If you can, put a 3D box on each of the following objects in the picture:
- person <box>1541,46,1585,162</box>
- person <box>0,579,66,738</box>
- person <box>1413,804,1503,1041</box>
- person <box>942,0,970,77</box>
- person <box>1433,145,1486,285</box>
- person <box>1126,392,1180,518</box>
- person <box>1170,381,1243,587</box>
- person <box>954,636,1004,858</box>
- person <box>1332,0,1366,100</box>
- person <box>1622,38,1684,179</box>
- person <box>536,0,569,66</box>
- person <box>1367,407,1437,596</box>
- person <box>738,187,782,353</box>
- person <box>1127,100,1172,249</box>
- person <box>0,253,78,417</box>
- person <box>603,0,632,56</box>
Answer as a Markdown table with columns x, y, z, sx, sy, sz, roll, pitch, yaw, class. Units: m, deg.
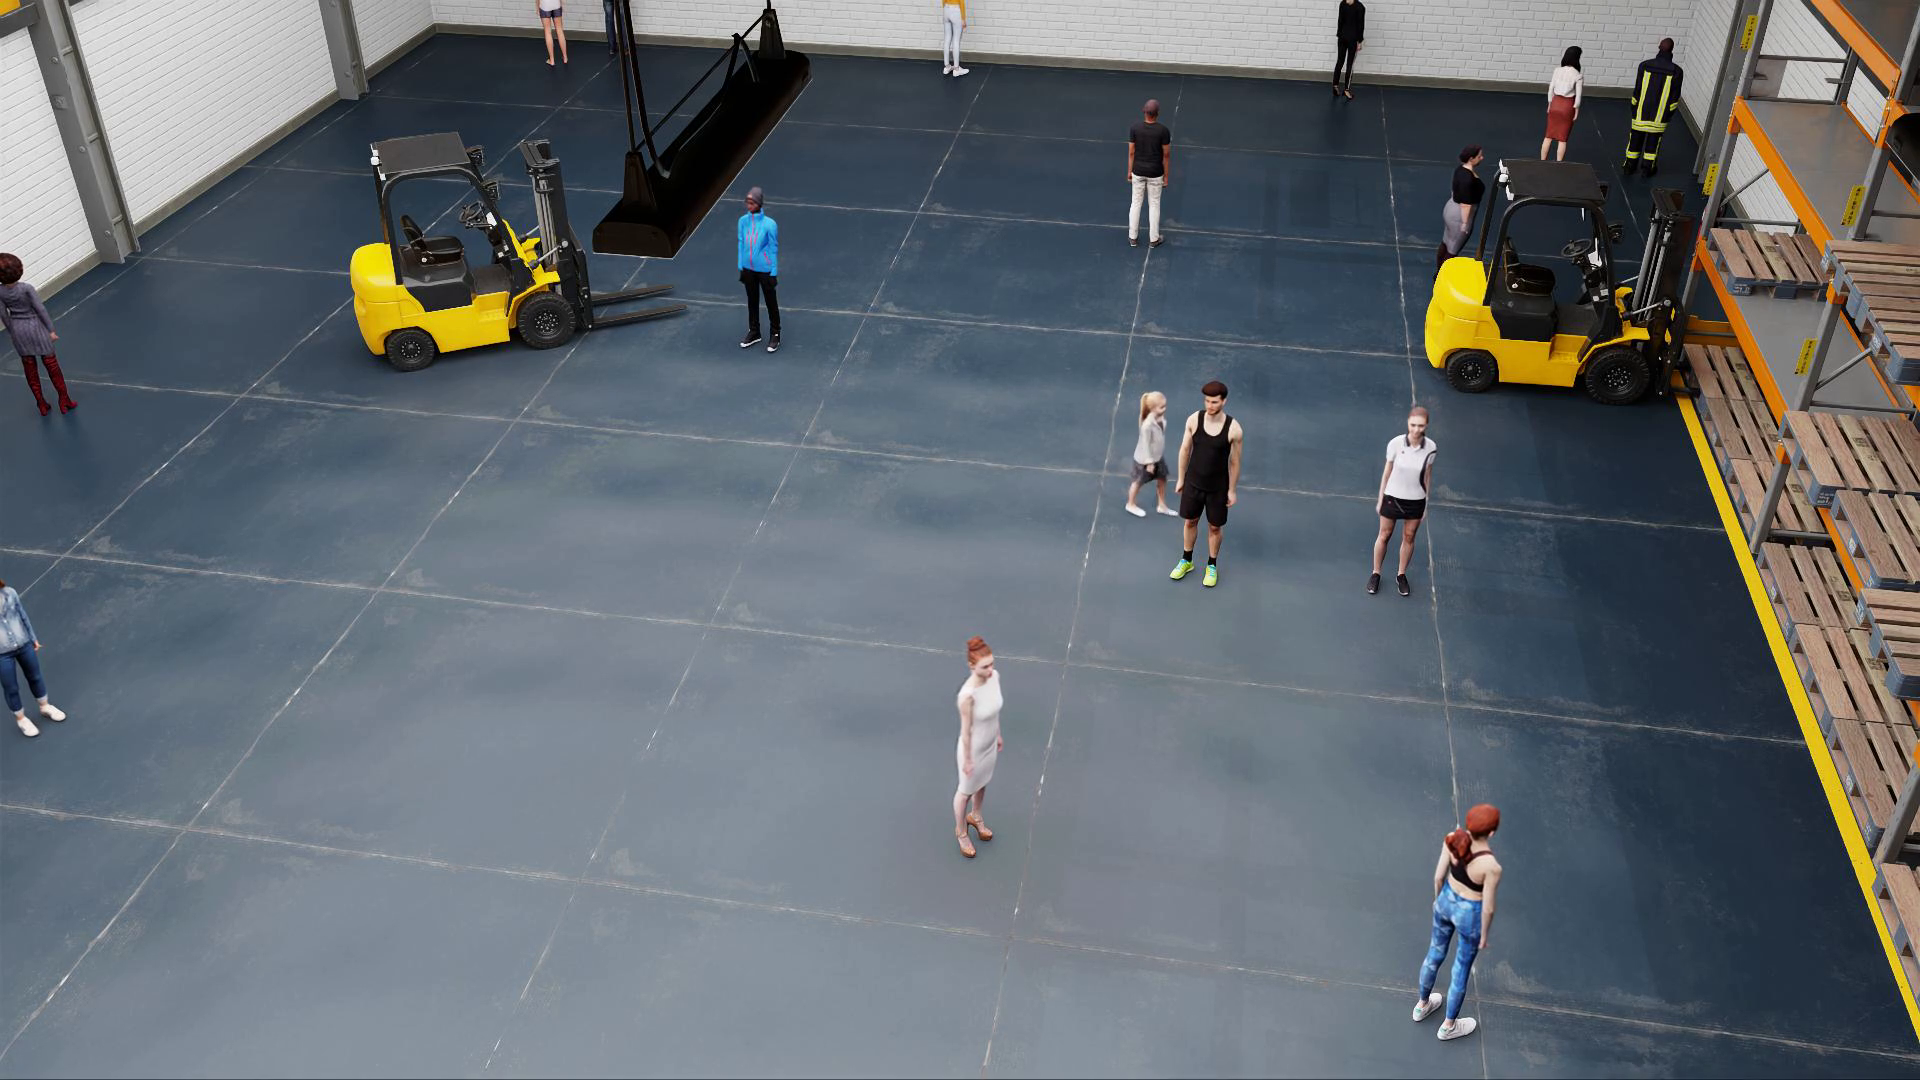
| x | y | z | sx | sy | sz | roll | pitch | yaw | class |
| --- | --- | --- | --- | --- | --- | --- | --- | --- | --- |
| 7.908 | -5.614 | 21.843 | 0.671 | 1.751 | 0.687 | 28 | 43 | 35 | person |
| -7.121 | 0.797 | 12.447 | 0.685 | 1.475 | 0.553 | 20 | 39 | 27 | person |
| 2.997 | 2.267 | 9.956 | 0.732 | 1.785 | 0.672 | -21 | 39 | -29 | person |
| -0.108 | -8.010 | 25.448 | 0.686 | 1.750 | 0.714 | 29 | 43 | 36 | person |
| 5.650 | -3.644 | 18.873 | 0.747 | 1.758 | 0.577 | 2 | 34 | 4 | person |
| 1.654 | -0.780 | 15.017 | 0.749 | 1.258 | 0.730 | 26 | 41 | 33 | person |
| 2.085 | -0.492 | 14.010 | 0.732 | 1.892 | 0.658 | 13 | 36 | 18 | person |
| 0.120 | 1.397 | 11.257 | 0.706 | 1.793 | 0.577 | 22 | 40 | 30 | person |
| 5.727 | -7.364 | 24.515 | 0.697 | 1.707 | 0.724 | 29 | 43 | 36 | person |
| 9.140 | -5.719 | 21.938 | 0.837 | 1.821 | 0.808 | 18 | 38 | 25 | person |
| -6.377 | -8.287 | 25.882 | 0.691 | 1.732 | 0.736 | -18 | 38 | -25 | person |
| 3.708 | -0.332 | 13.896 | 0.577 | 1.752 | 0.557 | 4 | 34 | 5 | person |
| -2.130 | -2.894 | 17.712 | 0.643 | 1.794 | 0.597 | 11 | 35 | 16 | person |
| 2.252 | -4.397 | 19.963 | 0.681 | 1.805 | 0.607 | 9 | 35 | 13 | person |
| -9.226 | -2.041 | 16.503 | 0.643 | 1.711 | 0.609 | -4 | 34 | -5 | person |
| -5.492 | -8.637 | 26.299 | 0.679 | 1.853 | 0.575 | 9 | 35 | 13 | person |
